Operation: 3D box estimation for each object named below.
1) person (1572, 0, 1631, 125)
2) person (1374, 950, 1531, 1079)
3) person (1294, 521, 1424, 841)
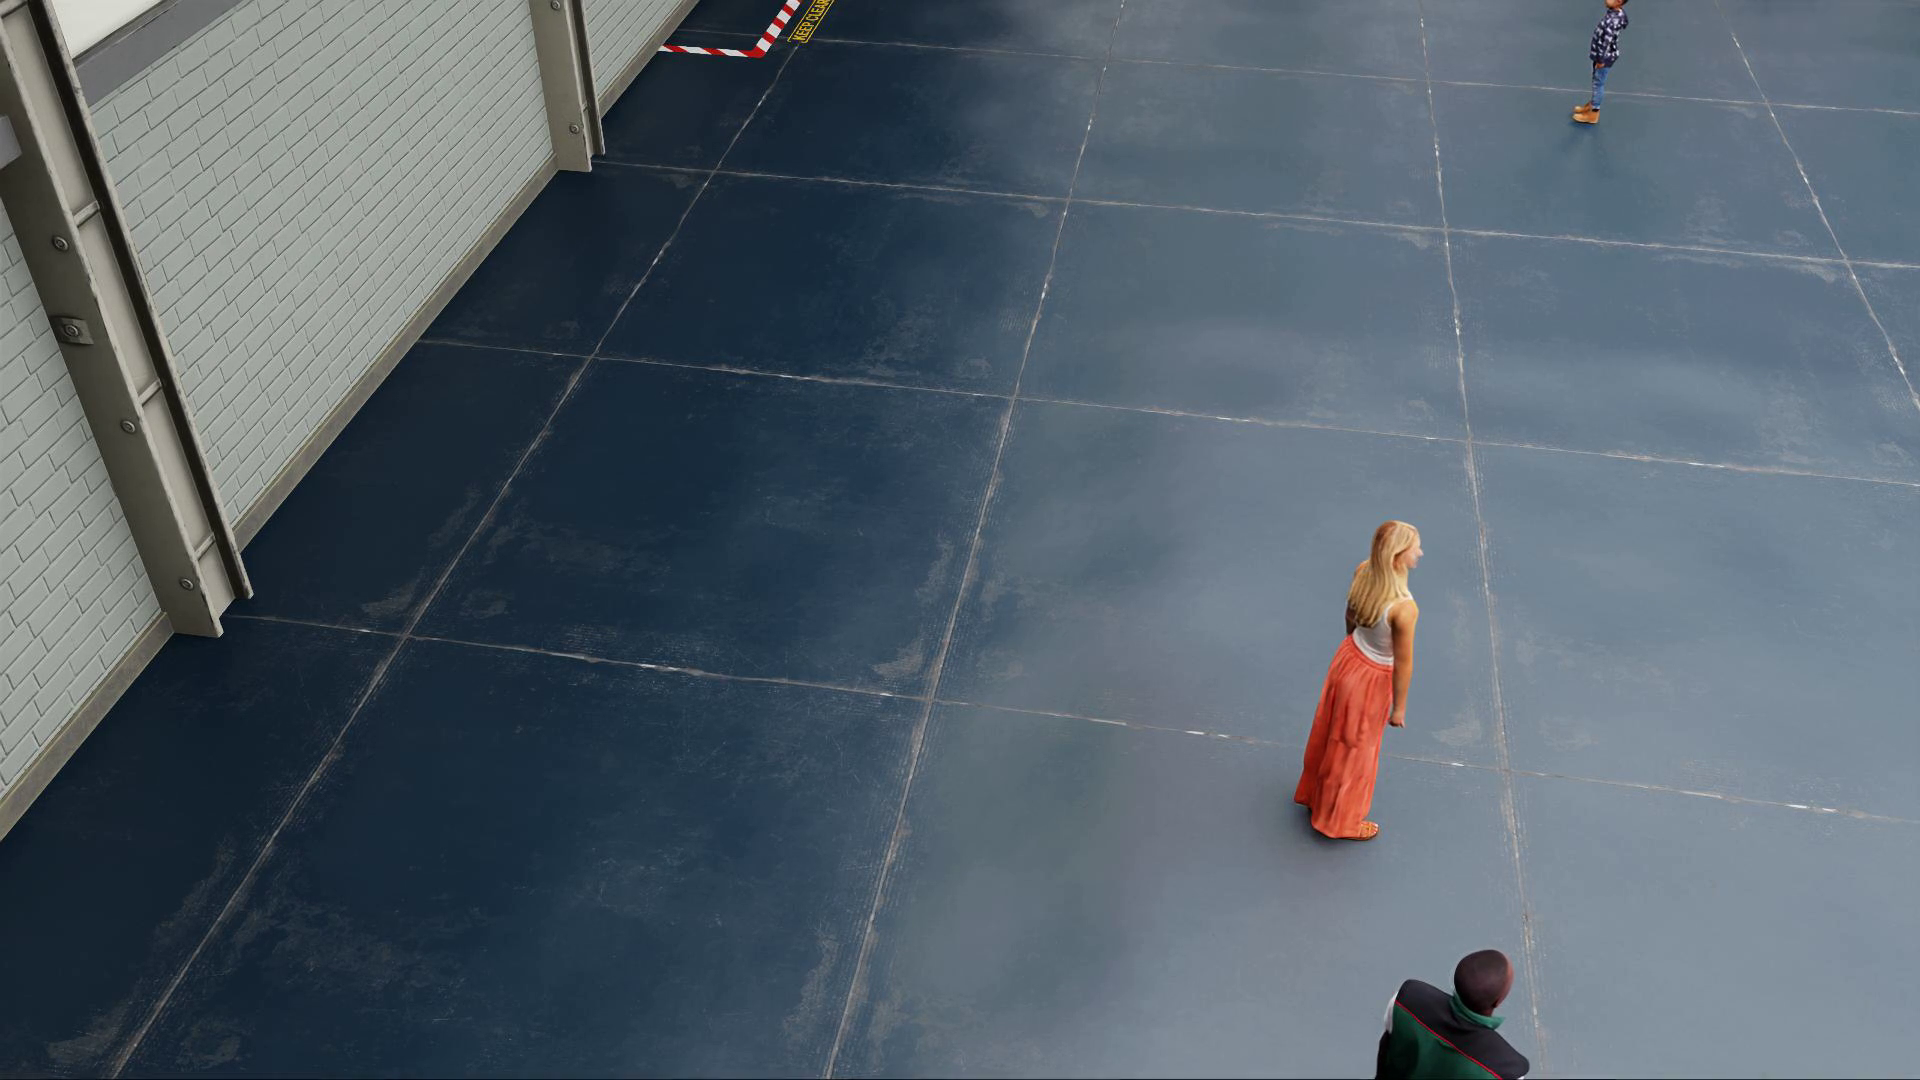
[{"bbox_3d":[5.602,-4.247,14.424,0.574,1.252,0.459,11,39,14],"label":"person"},{"bbox_3d":[1.684,2.065,5.878,0.816,1.840,0.787,-30,47,-32],"label":"person"},{"bbox_3d":[1.871,0.655,7.712,0.782,1.801,0.666,-10,39,-13],"label":"person"}]
